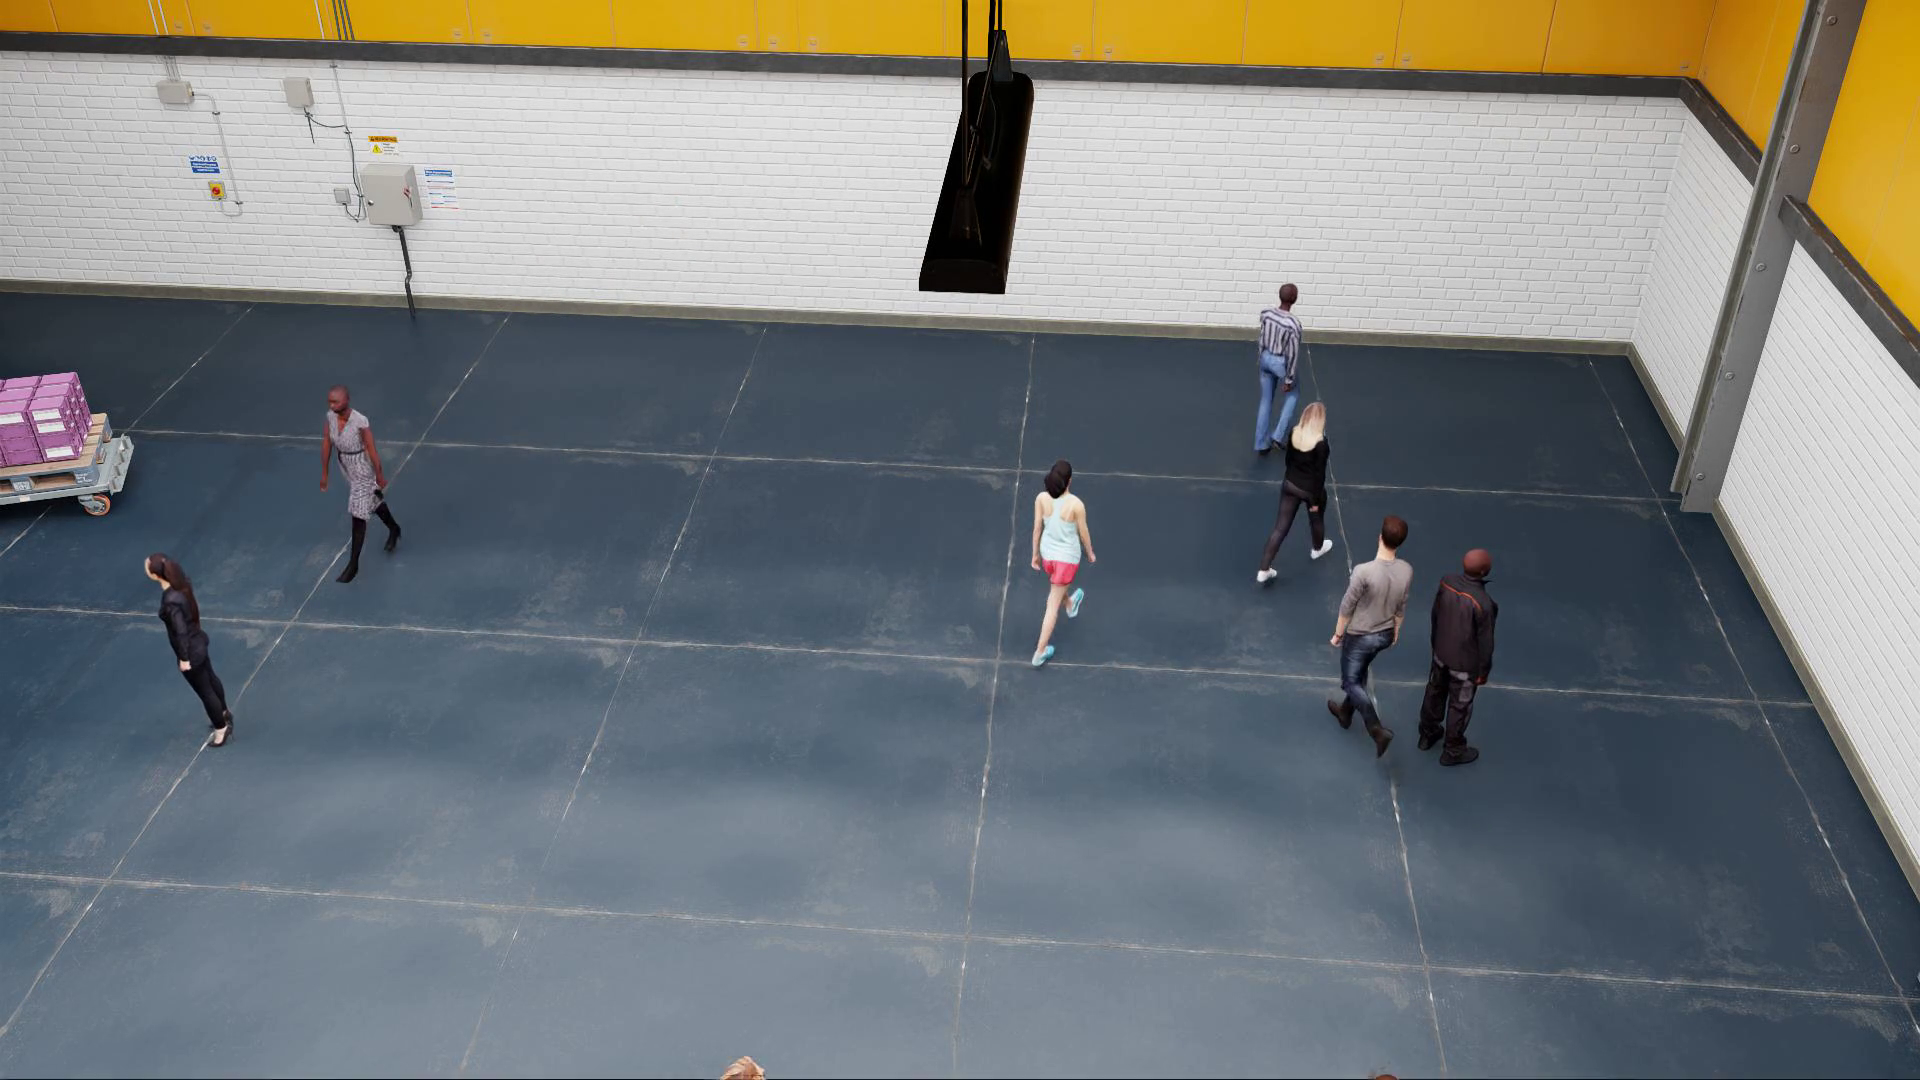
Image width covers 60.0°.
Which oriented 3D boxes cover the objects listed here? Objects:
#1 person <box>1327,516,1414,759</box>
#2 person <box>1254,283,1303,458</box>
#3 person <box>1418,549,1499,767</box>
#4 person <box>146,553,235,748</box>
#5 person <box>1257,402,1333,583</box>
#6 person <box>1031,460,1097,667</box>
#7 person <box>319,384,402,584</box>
[{"bbox_3d":[3.036,0.750,12.190,1.003,1.875,1.190,-13,36,-19],"label":"person"},{"bbox_3d":[2.948,-1.572,15.765,0.775,1.784,0.824,25,41,32],"label":"person"},{"bbox_3d":[3.625,0.830,12.113,0.849,1.826,0.757,-19,38,-26],"label":"person"},{"bbox_3d":[-5.665,0.797,12.268,0.683,1.711,0.508,-7,34,-10],"label":"person"},{"bbox_3d":[2.824,-0.360,14.079,1.229,1.632,1.127,-27,42,-35],"label":"person"},{"bbox_3d":[0.753,0.214,13.143,0.960,1.712,1.238,19,38,27],"label":"person"},{"bbox_3d":[-5.116,-0.585,14.314,0.886,1.746,1.224,14,36,21],"label":"person"}]
